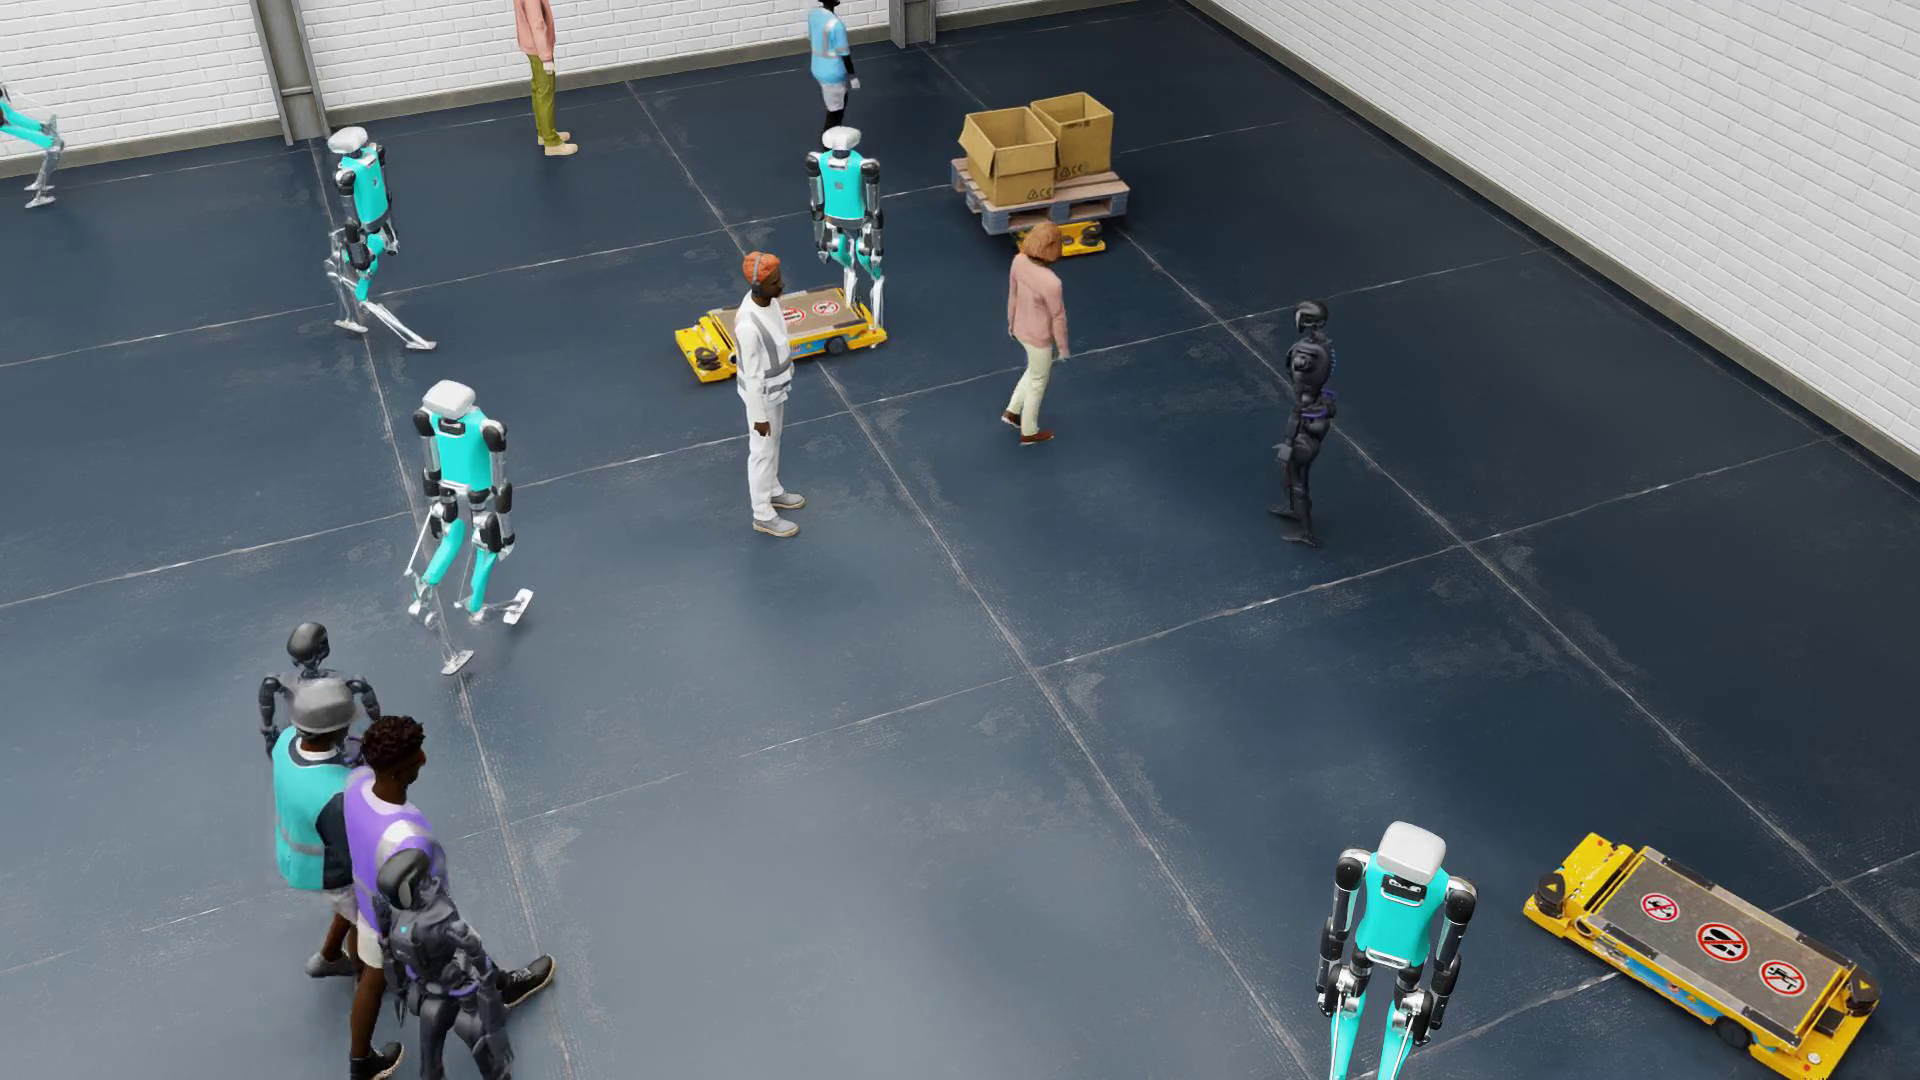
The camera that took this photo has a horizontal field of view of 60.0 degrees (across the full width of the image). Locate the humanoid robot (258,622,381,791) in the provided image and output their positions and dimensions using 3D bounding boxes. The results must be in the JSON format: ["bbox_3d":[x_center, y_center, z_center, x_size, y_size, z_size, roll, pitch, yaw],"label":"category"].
[{"bbox_3d":[-2.925,1.098,7.691,0.611,1.646,0.448,-2,38,-2],"label":"humanoid robot"}]

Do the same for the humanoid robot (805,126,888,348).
[{"bbox_3d":[-0.738,-2.189,11.917,0.530,1.773,0.699,10,39,13],"label":"humanoid robot"}]

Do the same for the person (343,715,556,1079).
[{"bbox_3d":[-2.325,1.509,6.981,0.631,1.905,1.044,29,46,33],"label":"person"}]

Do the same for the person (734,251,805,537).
[{"bbox_3d":[-1.169,-0.897,10.116,0.347,1.881,0.576,4,38,5],"label":"person"}]

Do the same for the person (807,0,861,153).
[{"bbox_3d":[-1.034,-4.042,14.371,0.494,1.683,0.547,-16,40,-20],"label":"person"}]

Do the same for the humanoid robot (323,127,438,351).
[{"bbox_3d":[-4.357,-2.113,11.856,1.041,1.769,0.550,9,38,11],"label":"humanoid robot"}]

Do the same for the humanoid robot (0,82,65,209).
[{"bbox_3d":[-7.763,-3.587,13.656,0.730,1.711,0.532,-10,39,-13],"label":"humanoid robot"}]

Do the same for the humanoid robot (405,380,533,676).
[{"bbox_3d":[-2.744,0.023,9.055,0.544,1.748,1.025,11,39,14],"label":"humanoid robot"}]

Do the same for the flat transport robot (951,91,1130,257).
[{"bbox_3d":[0.637,-2.747,13.849,0.659,0.231,1.431,-11,39,-14],"label":"flat transport robot"}]

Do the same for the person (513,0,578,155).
[{"bbox_3d":[-3.688,-4.295,14.577,0.360,1.835,0.540,-14,40,-18],"label":"person"}]

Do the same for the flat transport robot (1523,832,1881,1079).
[{"bbox_3d":[3.456,1.912,7.785,1.431,0.231,0.659,31,47,34],"label":"flat transport robot"}]

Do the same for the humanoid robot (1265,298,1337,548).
[{"bbox_3d":[2.087,-0.690,10.025,0.426,1.640,0.615,17,41,21],"label":"humanoid robot"}]

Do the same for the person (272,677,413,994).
[{"bbox_3d":[-2.669,1.343,7.179,0.515,1.906,0.584,-24,44,-28],"label":"person"}]

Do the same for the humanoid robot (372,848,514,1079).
[{"bbox_3d":[-2.057,1.879,6.674,0.606,1.651,0.466,16,40,20],"label":"humanoid robot"}]

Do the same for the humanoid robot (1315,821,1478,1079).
[{"bbox_3d":[1.601,1.899,6.487,0.533,1.677,0.735,15,40,18],"label":"humanoid robot"}]

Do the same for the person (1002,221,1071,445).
[{"bbox_3d":[0.530,-1.339,10.903,0.350,1.616,0.501,-17,41,-21],"label":"person"}]

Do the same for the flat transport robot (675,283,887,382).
[{"bbox_3d":[-1.324,-1.541,12.280,1.431,0.231,0.659,-15,40,-19],"label":"flat transport robot"}]
